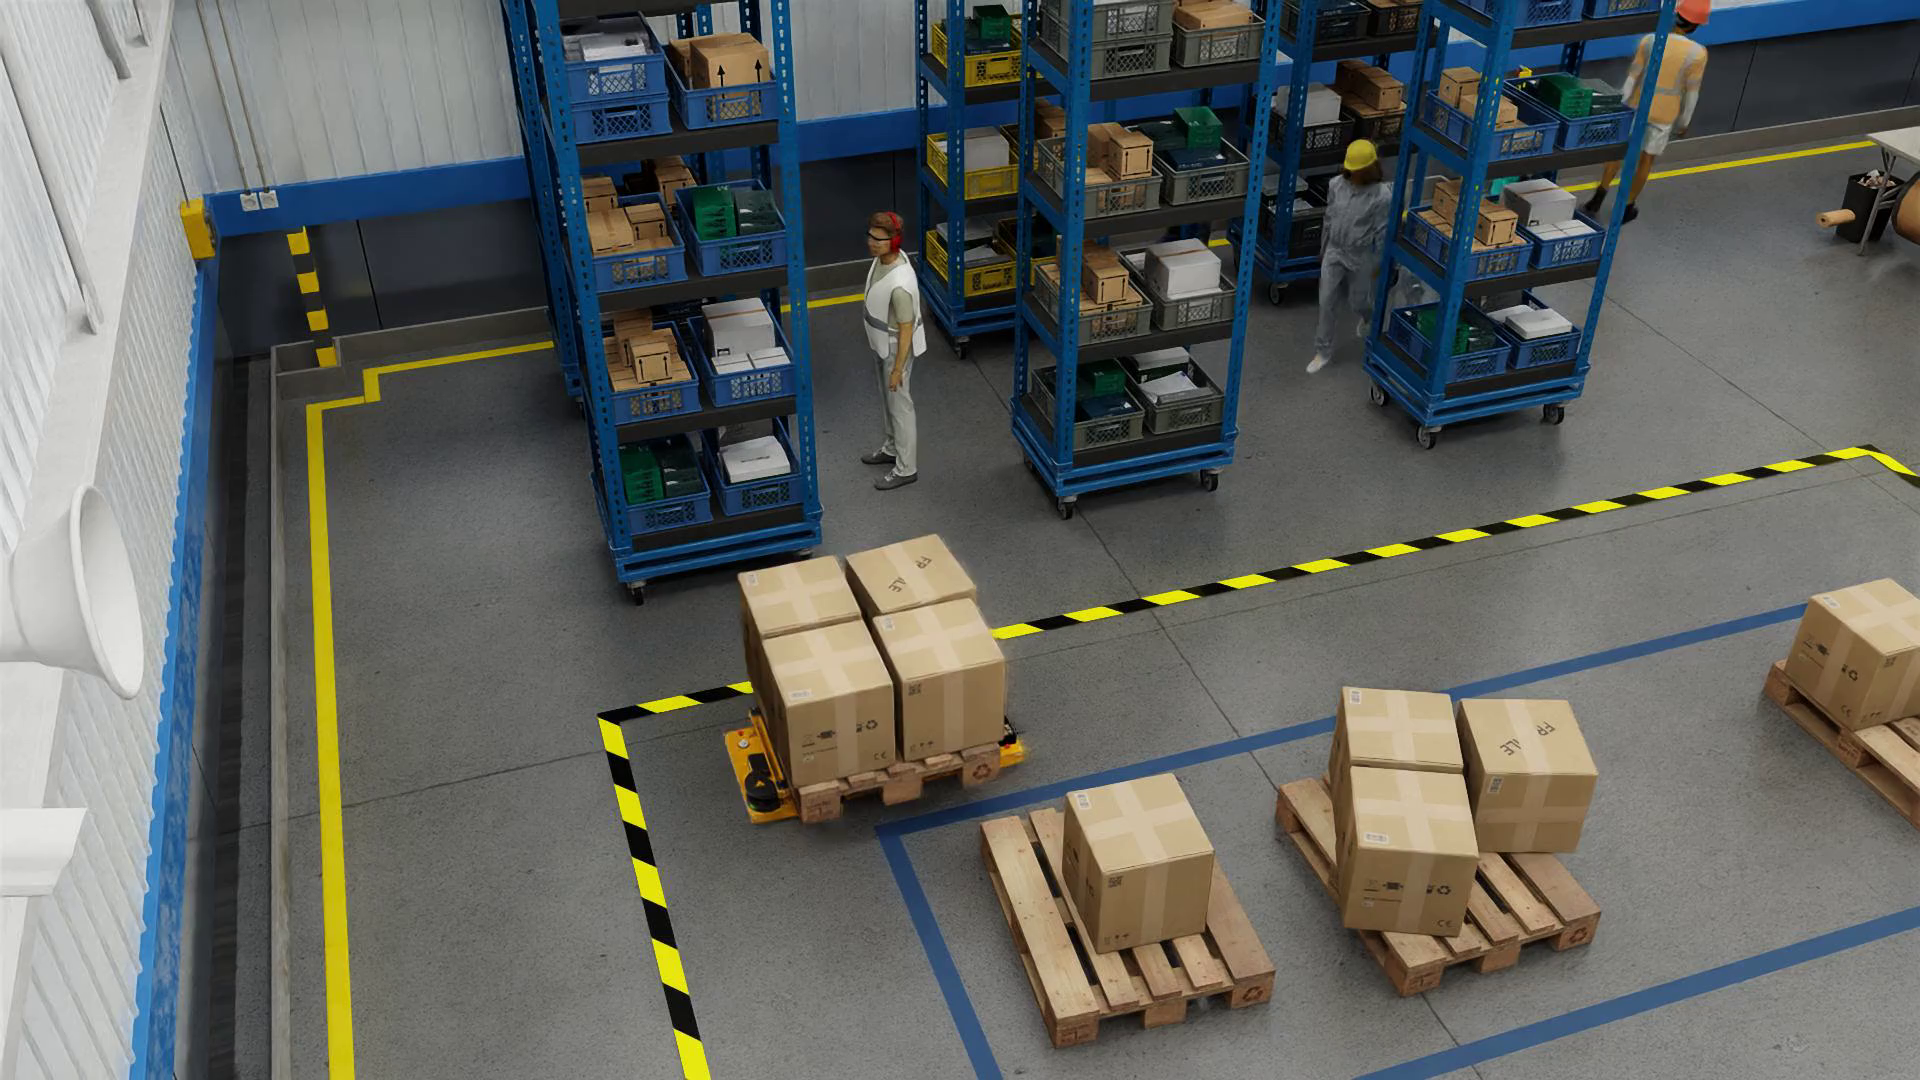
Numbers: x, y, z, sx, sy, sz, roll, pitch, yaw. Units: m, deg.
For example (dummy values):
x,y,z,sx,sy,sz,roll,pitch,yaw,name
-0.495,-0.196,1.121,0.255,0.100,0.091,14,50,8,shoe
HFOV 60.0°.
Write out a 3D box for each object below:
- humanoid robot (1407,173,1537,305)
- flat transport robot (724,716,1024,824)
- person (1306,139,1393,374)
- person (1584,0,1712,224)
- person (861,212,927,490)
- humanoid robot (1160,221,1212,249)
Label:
x,y,z,sx,sy,sz,roll,pitch,yaw,name
3.530,-2.083,11.775,1.010,1.759,0.531,-1,35,-2,humanoid robot
-0.452,1.023,8.581,1.431,0.197,0.652,-11,37,-15,flat transport robot
2.780,-2.038,11.699,0.486,1.708,0.703,22,41,28,person
5.674,-3.504,13.614,0.626,1.894,0.477,20,40,26,person
-0.417,-1.186,10.364,0.387,1.849,0.566,-9,36,-13,person
1.516,-1.895,11.528,0.381,1.644,0.589,-12,37,-16,humanoid robot
